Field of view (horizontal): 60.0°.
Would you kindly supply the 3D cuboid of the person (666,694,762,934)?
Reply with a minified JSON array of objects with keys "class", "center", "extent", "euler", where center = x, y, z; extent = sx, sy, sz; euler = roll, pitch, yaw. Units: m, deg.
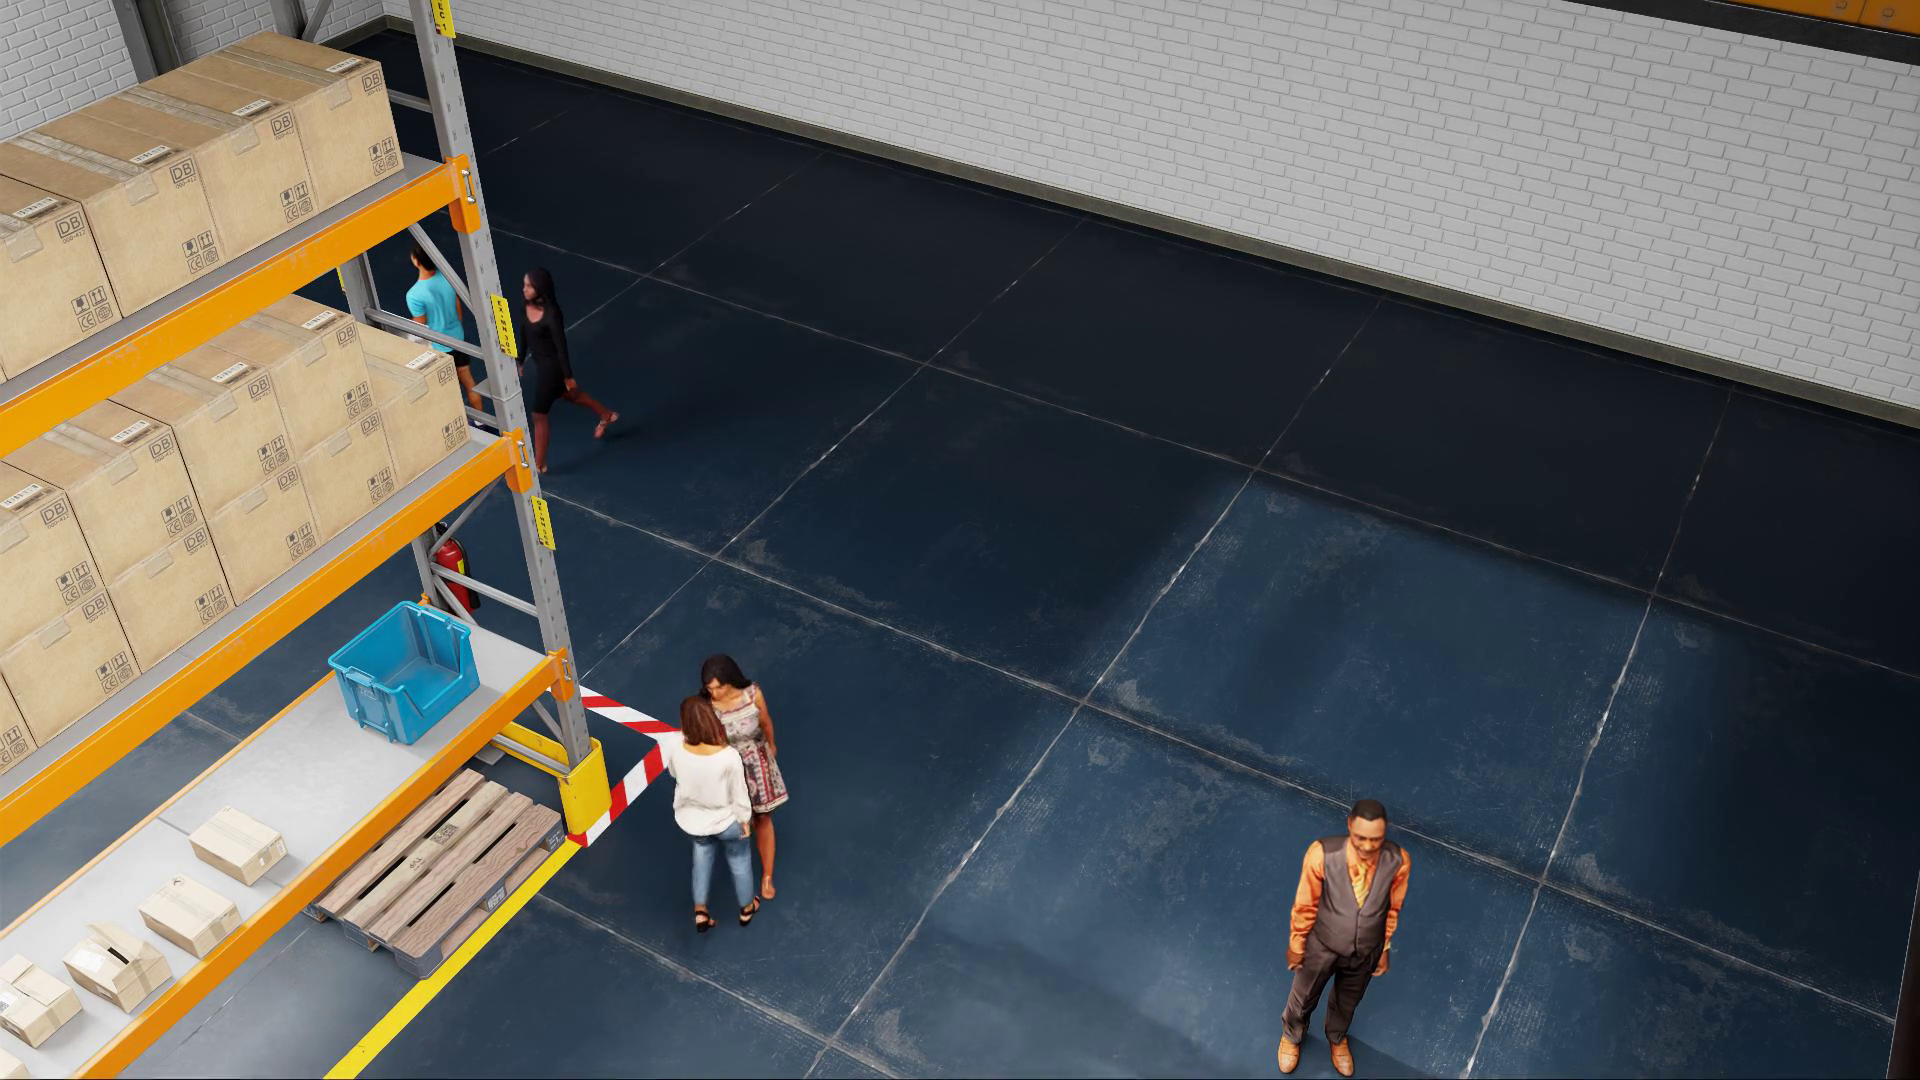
[{"class":"person","center":[-1.377,1.535,8.977],"extent":[0.755,1.661,0.872],"euler":[12,40,14]}]

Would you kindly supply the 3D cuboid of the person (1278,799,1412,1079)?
[{"class":"person","center":[1.892,1.959,8.248],"extent":[0.792,1.908,0.786],"euler":[1,39,1]}]

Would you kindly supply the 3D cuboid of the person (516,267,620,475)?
[{"class":"person","center":[-3.009,-1.311,12.526],"extent":[1.278,1.680,0.910],"euler":[-28,46,-30]}]

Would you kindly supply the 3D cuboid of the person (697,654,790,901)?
[{"class":"person","center":[-1.277,1.180,9.473],"extent":[1.082,1.597,1.175],"euler":[-9,39,-11]}]

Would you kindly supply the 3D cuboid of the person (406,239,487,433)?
[{"class":"person","center":[-3.919,-1.499,12.683],"extent":[0.664,1.777,0.443],"euler":[20,43,23]}]
